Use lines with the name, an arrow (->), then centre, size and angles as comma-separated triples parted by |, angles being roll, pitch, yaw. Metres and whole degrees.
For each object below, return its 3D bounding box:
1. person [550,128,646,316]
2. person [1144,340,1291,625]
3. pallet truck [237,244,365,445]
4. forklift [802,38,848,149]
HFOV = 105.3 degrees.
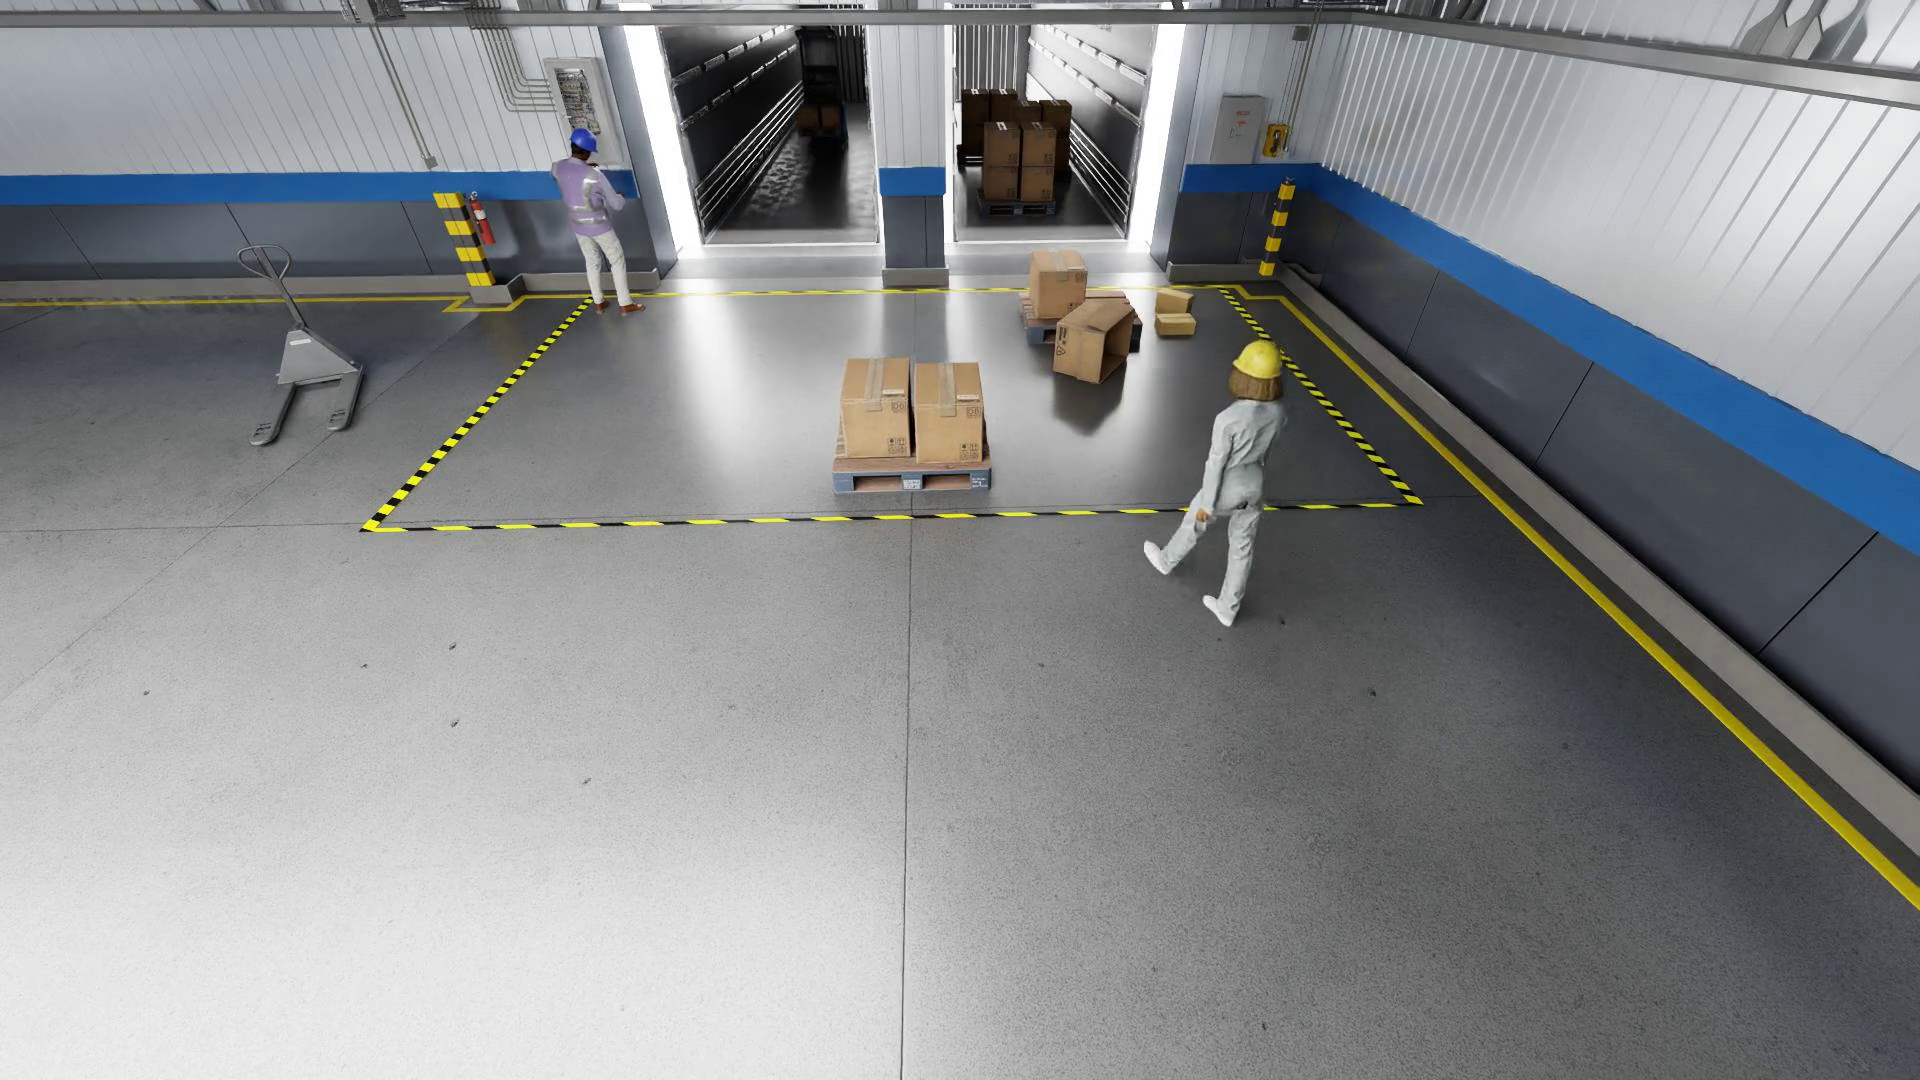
person -> -3.985, -3.474, 8.044 | 0.792, 1.883, 0.701 | 7, 39, 8
person -> 1.504, -0.357, 4.240 | 0.509, 1.711, 0.784 | -13, 40, -16
pallet truck -> -5.915, -1.733, 6.366 | 0.680, 1.201, 1.601 | -18, 42, -21
forklift -> -2.871, -9.593, 15.626 | 0.716, 2.013, 0.776 | -2, 39, -2
